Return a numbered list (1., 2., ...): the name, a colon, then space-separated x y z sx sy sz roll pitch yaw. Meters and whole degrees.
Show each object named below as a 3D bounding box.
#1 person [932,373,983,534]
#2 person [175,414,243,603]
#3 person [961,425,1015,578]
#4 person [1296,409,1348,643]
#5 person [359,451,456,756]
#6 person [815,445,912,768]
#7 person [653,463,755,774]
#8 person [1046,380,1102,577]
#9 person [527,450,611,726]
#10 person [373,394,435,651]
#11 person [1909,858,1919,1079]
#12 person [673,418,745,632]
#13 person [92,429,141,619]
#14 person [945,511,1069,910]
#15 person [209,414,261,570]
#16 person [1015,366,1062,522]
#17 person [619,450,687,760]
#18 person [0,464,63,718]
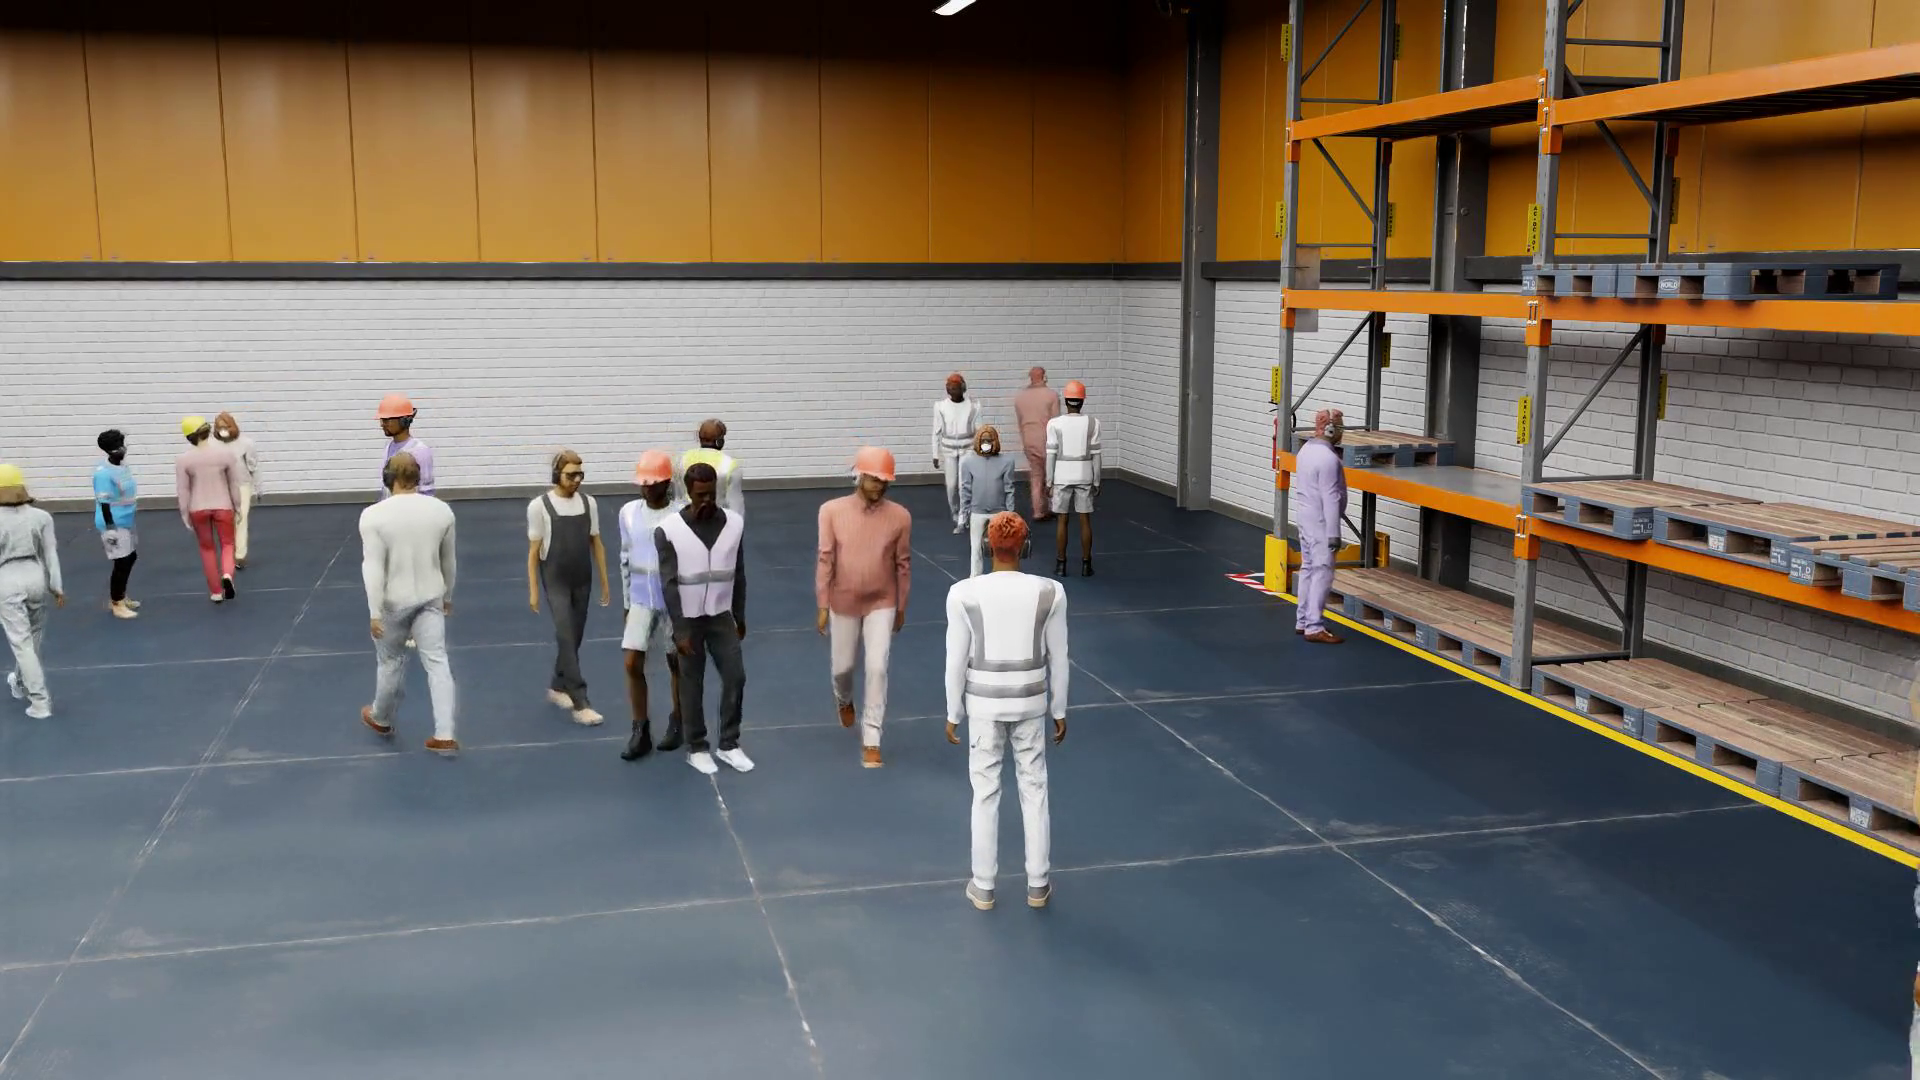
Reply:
1. person: -0.003 -1.025 19.350 0.619 1.852 0.866 1 9 9
2. person: -6.725 -0.266 14.935 0.544 1.727 0.491 -5 10 -28
3. person: 0.254 -0.230 15.052 0.493 1.624 0.280 1 9 4
4. person: 2.949 -0.117 13.522 0.394 1.897 0.642 -1 9 -7
5. person: -3.460 0.382 10.433 0.655 1.881 1.035 -9 12 -43
6. person: -0.606 0.366 10.321 0.612 1.956 0.873 -1 9 -9
7. person: -1.505 0.475 9.828 0.605 1.890 0.574 -6 11 -32
8. person: 1.115 -0.600 16.387 0.553 1.935 0.361 0 9 -2
9. person: -2.609 0.299 11.175 0.798 1.814 0.533 9 13 44
10. person: -4.413 -0.141 13.193 0.613 2.041 0.393 8 12 41
11. person: 3.254 1.265 5.151 0.600 1.816 0.628 -4 10 -22
12. person: -2.042 -0.079 13.502 0.635 1.818 0.723 3 10 18
13. person: -7.289 -0.142 14.397 0.367 1.657 0.692 -1 9 -6
14. person: 0.220 0.800 7.818 0.584 1.882 0.337 -1 9 -5
15. person: -7.351 -0.492 16.825 0.503 1.578 0.864 -1 9 -9
16. person: 0.992 -1.150 20.026 0.706 1.877 0.457 8 12 40
17. person: -1.868 0.402 10.197 0.571 1.907 0.754 2 9 13
18. person: -6.438 0.329 11.308 0.902 1.688 0.510 8 12 40
